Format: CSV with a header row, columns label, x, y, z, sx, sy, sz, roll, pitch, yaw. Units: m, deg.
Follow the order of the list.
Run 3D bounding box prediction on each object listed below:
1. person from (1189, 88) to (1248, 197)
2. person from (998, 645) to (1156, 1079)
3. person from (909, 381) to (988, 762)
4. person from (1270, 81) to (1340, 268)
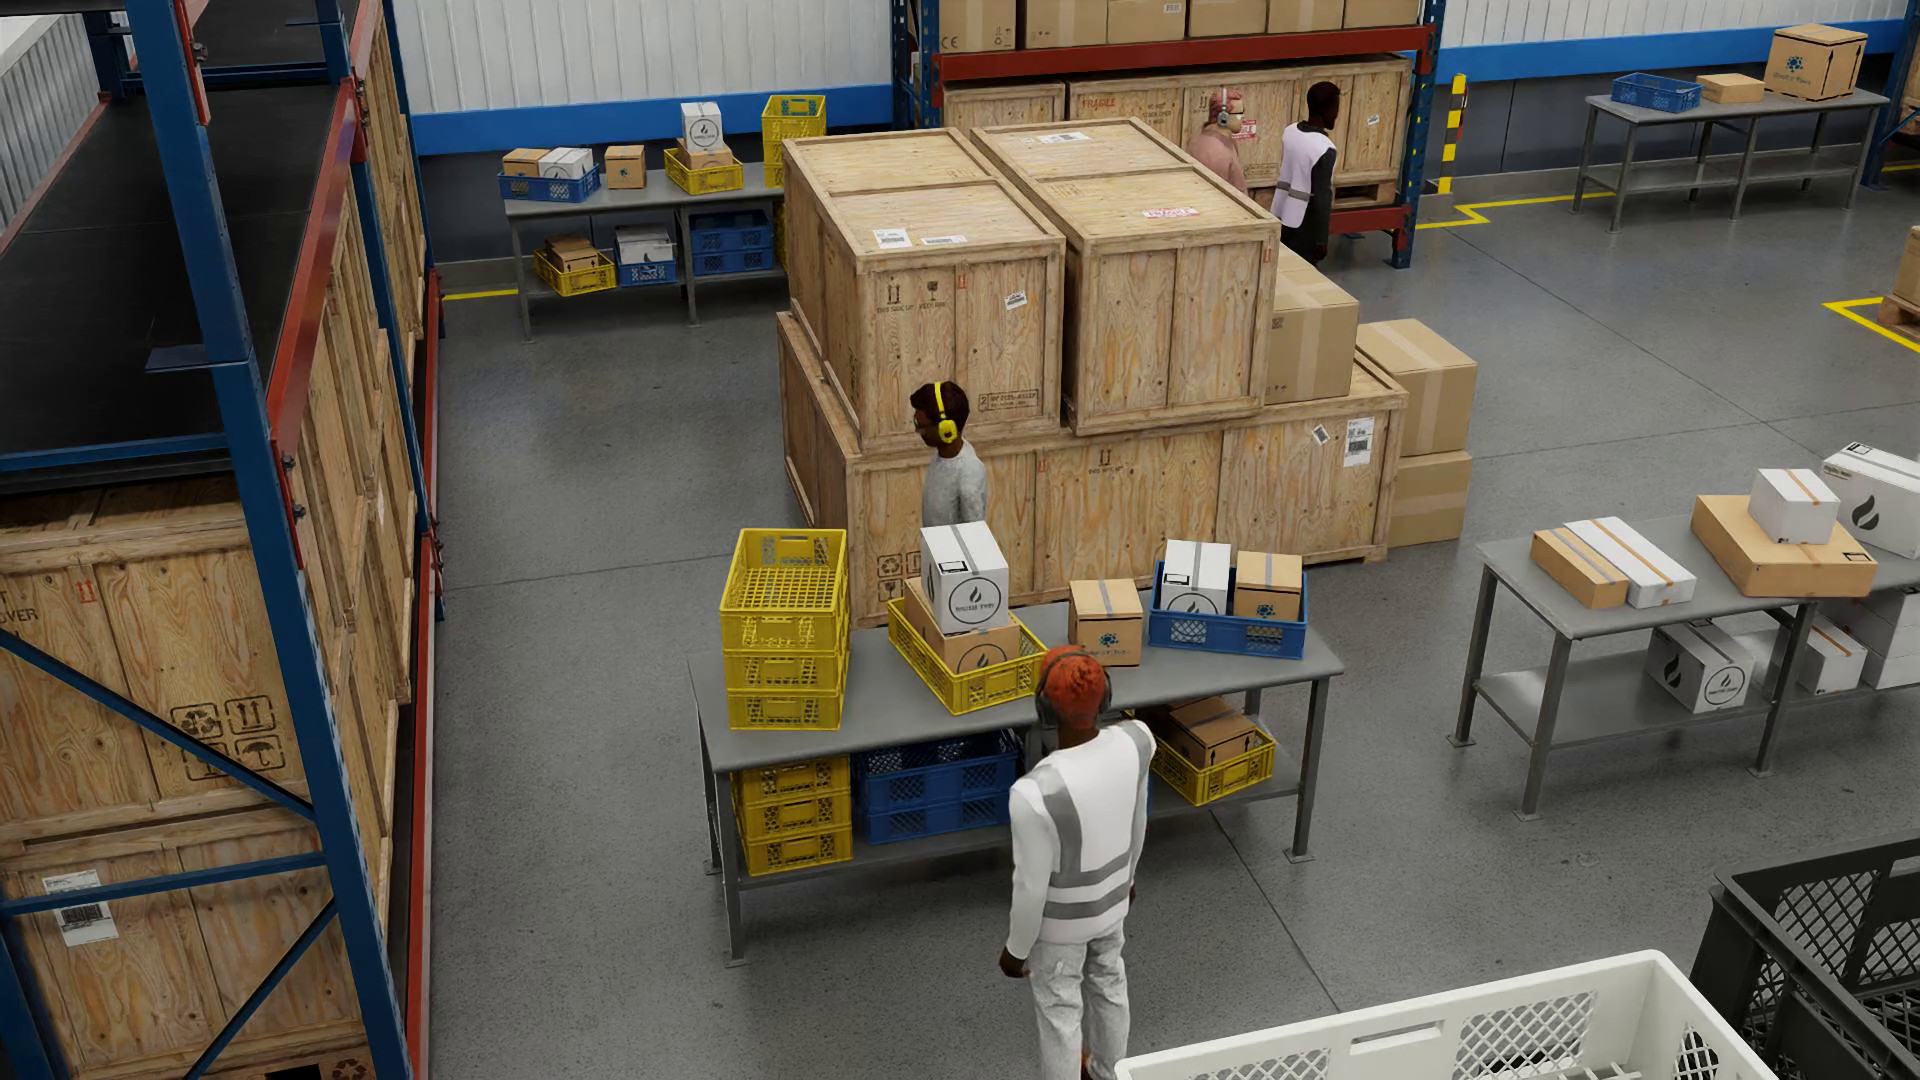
label,x,y,z,sx,sy,sz,roll,pitch,yaw
person,1.712,-2.062,11.147,0.402,1.909,0.639,0,29,1
person,0.360,1.169,5.313,0.576,1.877,0.354,-24,37,-36
person,-0.042,0.179,7.125,0.335,1.865,0.521,-8,30,-14
person,2.320,-2.153,11.315,0.389,1.911,0.591,-9,30,-15
